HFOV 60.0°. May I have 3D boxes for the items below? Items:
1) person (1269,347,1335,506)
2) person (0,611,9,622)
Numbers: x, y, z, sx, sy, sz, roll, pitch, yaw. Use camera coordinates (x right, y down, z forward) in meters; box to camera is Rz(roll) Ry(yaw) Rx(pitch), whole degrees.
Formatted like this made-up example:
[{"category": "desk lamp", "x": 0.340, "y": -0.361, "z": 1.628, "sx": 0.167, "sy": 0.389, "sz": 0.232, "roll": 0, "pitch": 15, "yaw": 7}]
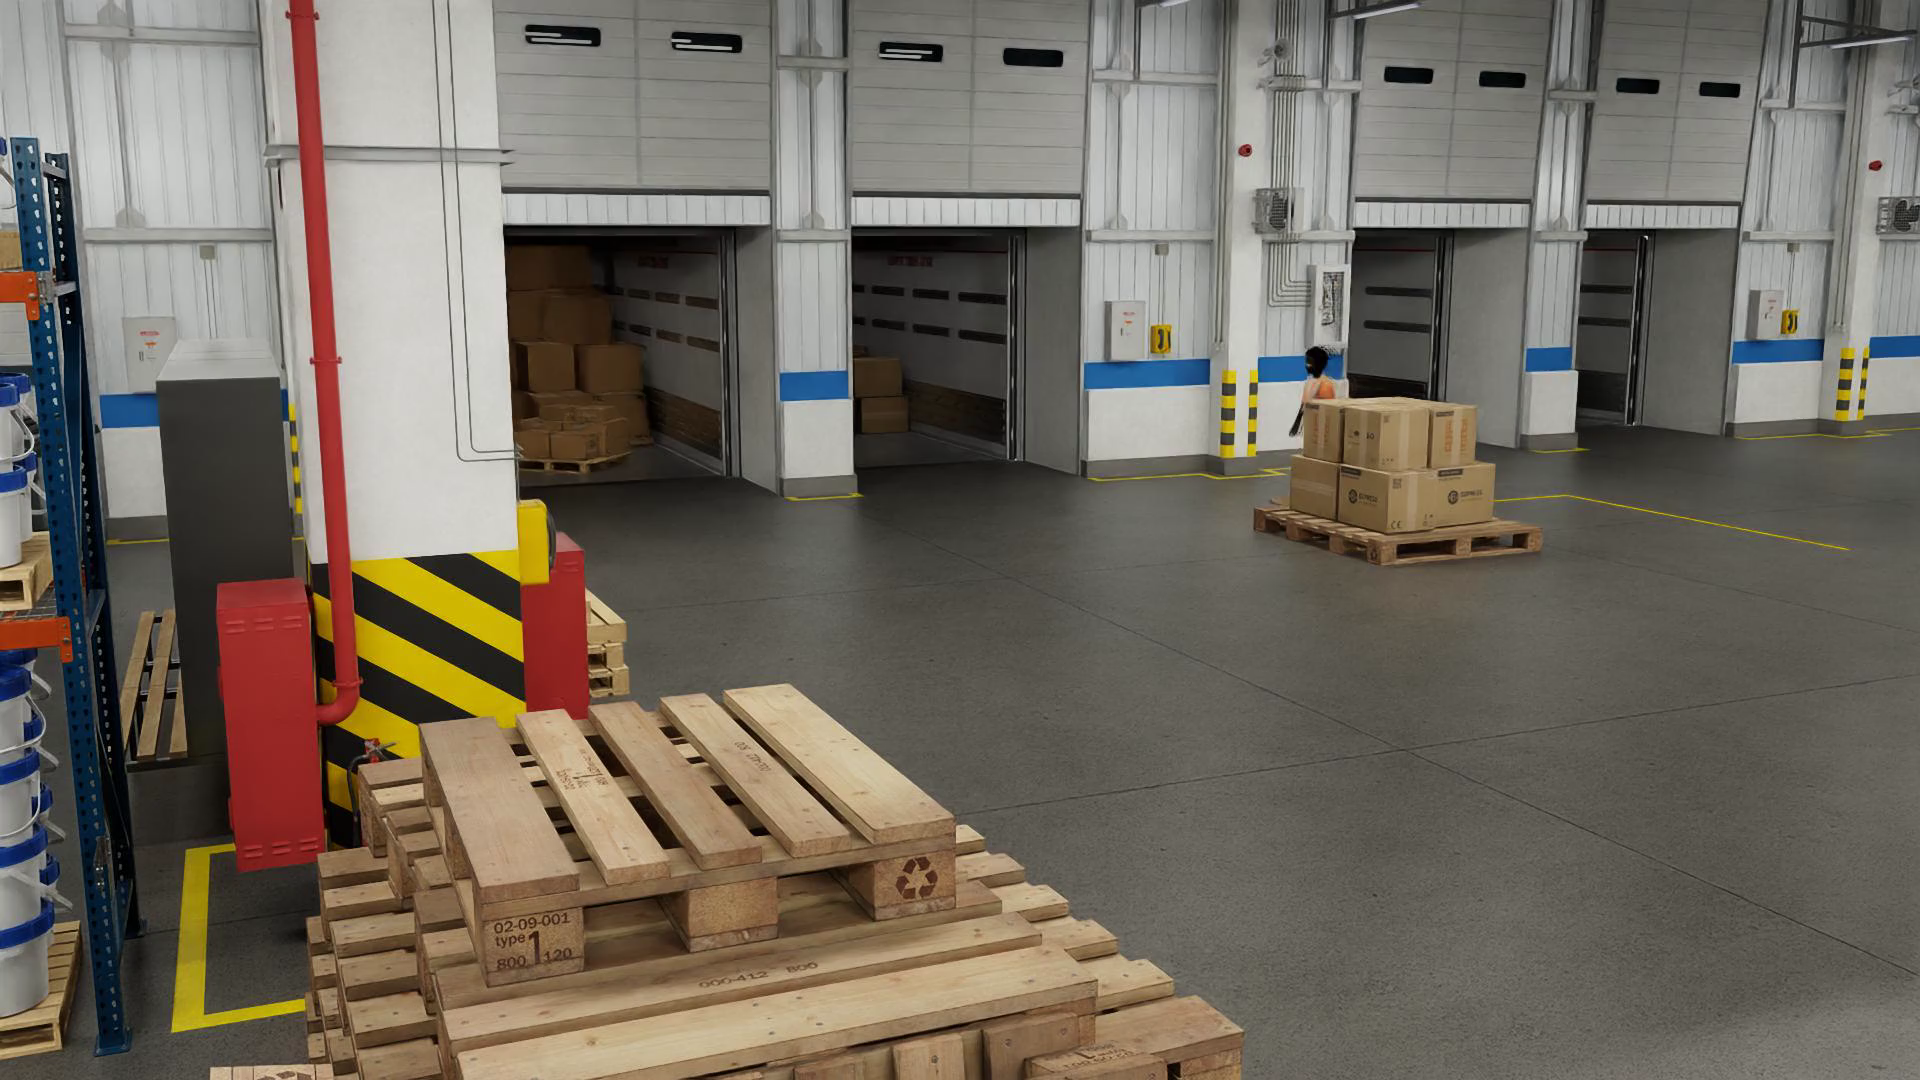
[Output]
[{"category": "person", "x": 3.560, "y": -1.113, "z": 16.702, "sx": 0.888, "sy": 1.647, "sz": 0.546, "roll": -1, "pitch": 10, "yaw": -4}, {"category": "person", "x": -5.922, "y": -0.013, "z": 9.910, "sx": 0.611, "sy": 1.912, "sz": 0.500, "roll": 7, "pitch": 13, "yaw": 35}]
